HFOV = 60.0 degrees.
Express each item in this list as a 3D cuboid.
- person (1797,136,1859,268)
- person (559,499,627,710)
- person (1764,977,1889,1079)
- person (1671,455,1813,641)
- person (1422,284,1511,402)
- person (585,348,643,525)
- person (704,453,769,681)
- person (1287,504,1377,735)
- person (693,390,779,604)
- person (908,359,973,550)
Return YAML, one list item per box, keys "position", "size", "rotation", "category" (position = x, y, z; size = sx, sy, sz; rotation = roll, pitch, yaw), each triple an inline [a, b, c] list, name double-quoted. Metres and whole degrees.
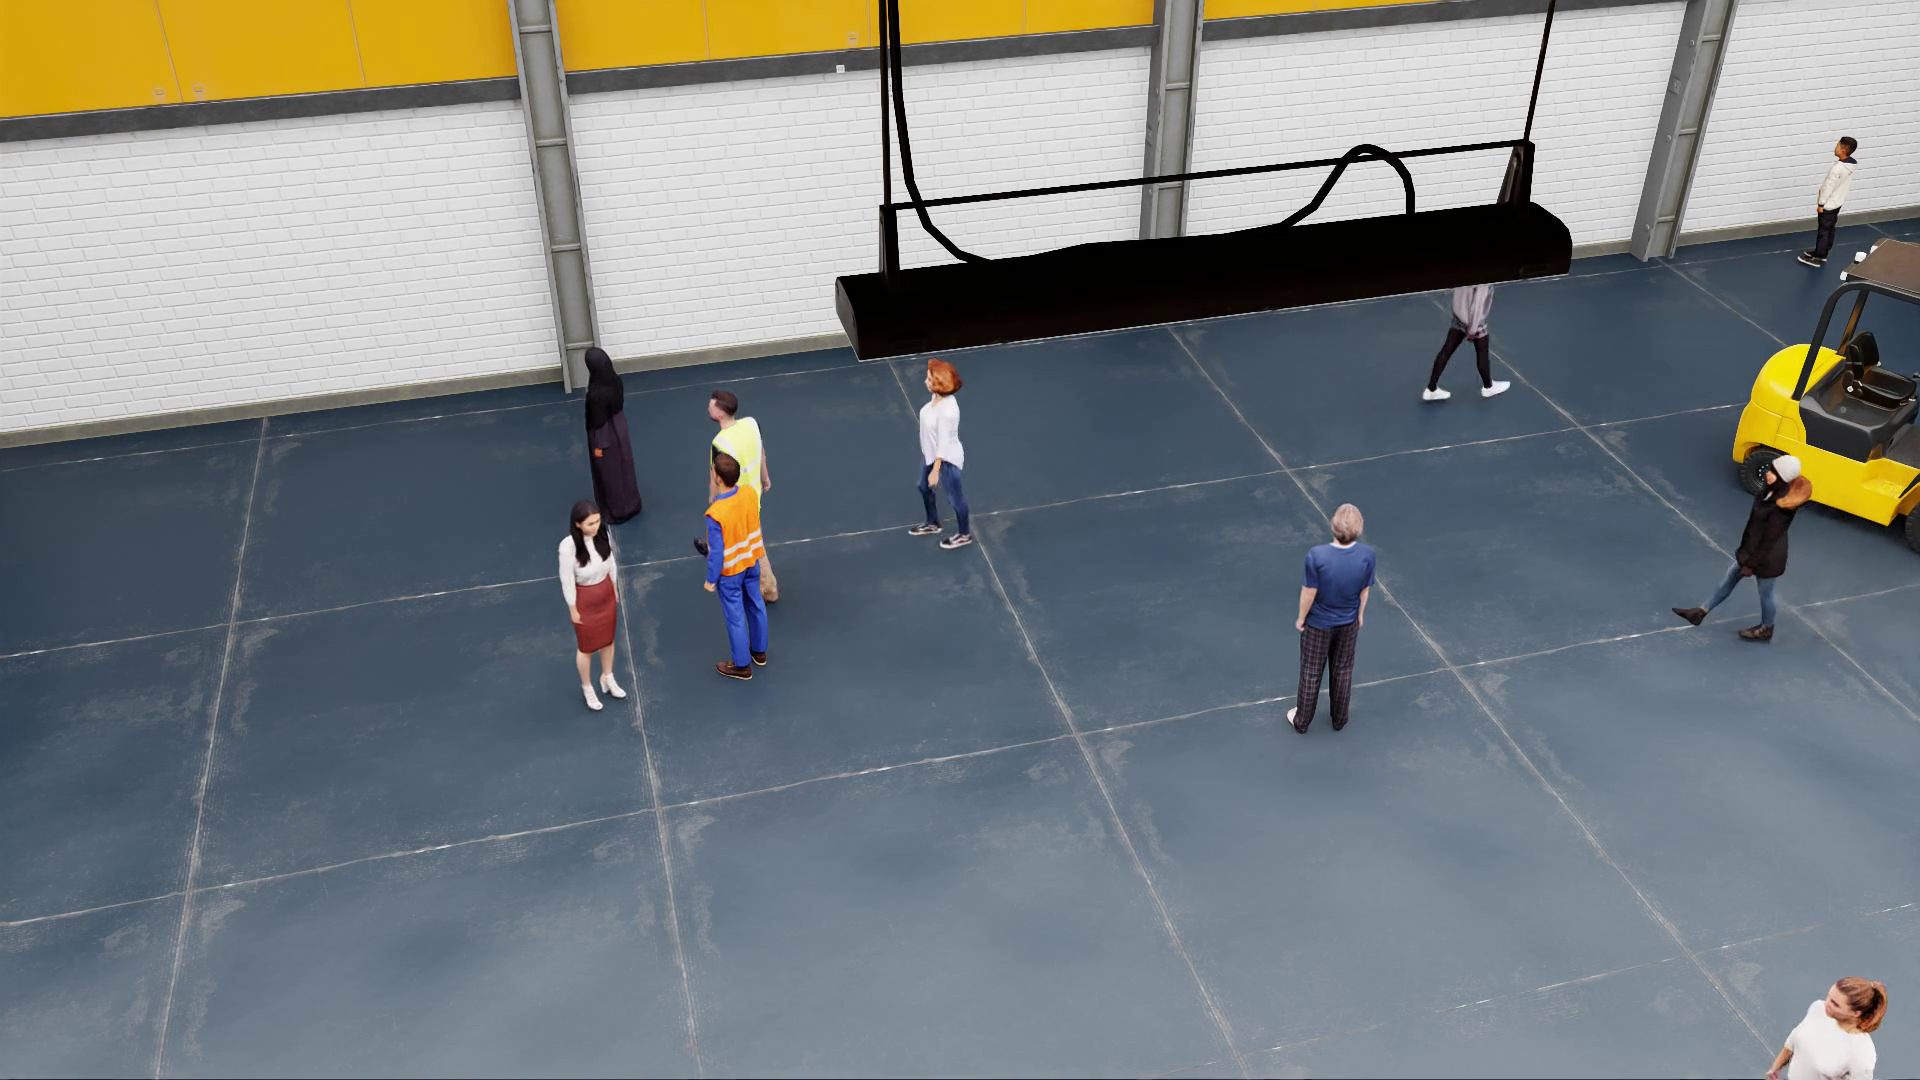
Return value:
- position: [9.678, -3.762, 18.428]
  size: [0.595, 1.453, 0.710]
  rotation: [-27, 42, -34]
  category: "person"
- position: [-2.610, 0.456, 11.818]
  size: [0.739, 1.747, 0.632]
  rotation: [28, 43, 36]
  category: "person"
- position: [4.358, 2.807, 8.342]
  size: [1.207, 1.679, 0.807]
  rotation: [-1, 34, -1]
  category: "person"
- position: [6.109, 0.103, 12.486]
  size: [1.091, 1.597, 0.886]
  rotation: [5, 34, 8]
  category: "person"
- position: [4.686, -2.066, 15.623]
  size: [1.053, 1.735, 0.623]
  rotation: [-9, 35, -13]
  category: "person"
- position: [-2.946, -0.898, 13.974]
  size: [0.742, 1.615, 0.713]
  rotation: [9, 35, 13]
  category: "person"
- position: [-1.633, 0.187, 12.118]
  size: [0.845, 1.863, 0.770]
  rotation: [21, 39, 28]
  category: "person"
- position: [2.589, 0.554, 11.559]
  size: [0.548, 1.872, 0.758]
  rotation: [-2, 34, -4]
  category: "person"
- position: [-1.660, -0.295, 12.914]
  size: [1.249, 1.785, 1.179]
  rotation: [18, 37, 24]
  category: "person"
- position: [-0.033, -0.699, 13.602]
  size: [0.700, 1.696, 0.640]
  rotation: [-9, 35, -14]
  category: "person"
